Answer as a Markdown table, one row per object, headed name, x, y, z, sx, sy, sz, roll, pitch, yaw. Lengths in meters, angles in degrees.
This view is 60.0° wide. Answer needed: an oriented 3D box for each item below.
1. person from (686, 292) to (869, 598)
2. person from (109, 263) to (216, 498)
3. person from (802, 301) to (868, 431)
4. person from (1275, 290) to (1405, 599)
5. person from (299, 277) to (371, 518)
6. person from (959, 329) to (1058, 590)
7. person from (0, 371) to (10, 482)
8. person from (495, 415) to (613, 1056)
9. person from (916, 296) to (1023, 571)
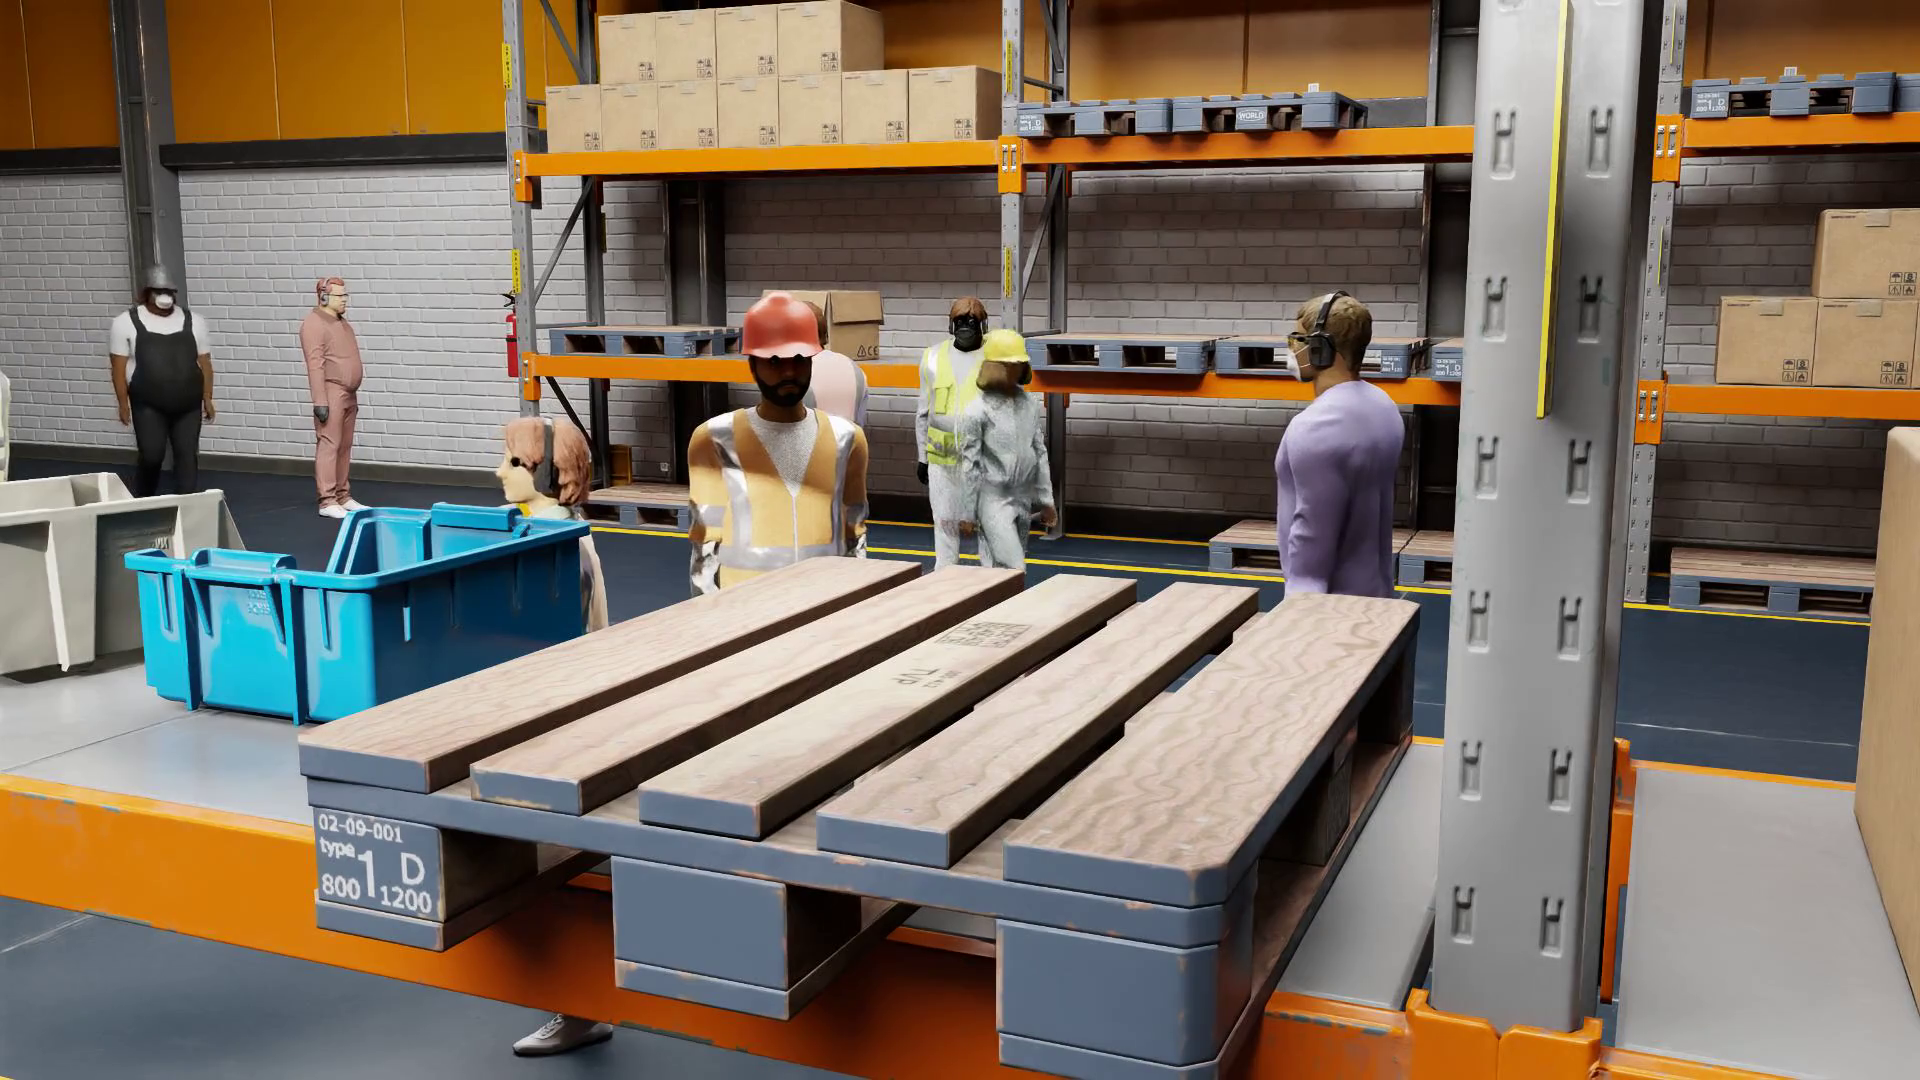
| name | x | y | z | sx | sy | sz | roll | pitch | yaw |
| --- | --- | --- | --- | --- | --- | --- | --- | --- | --- |
| person | -0.508 | 0.257 | 4.841 | 0.543 | 1.939 | 0.359 | -4 | 10 | -22 |
| person | -6.006 | -1.089 | 12.598 | 0.700 | 2.000 | 0.579 | -7 | 12 | -37 |
| person | -0.721 | -0.221 | 8.005 | 0.430 | 1.841 | 0.624 | 8 | 12 | 39 |
| person | 1.112 | 0.225 | 5.029 | 0.371 | 1.941 | 0.627 | 6 | 11 | 33 |
| person | -4.963 | -1.133 | 13.264 | 0.407 | 1.905 | 0.655 | 0 | 9 | 2 |
| person | 0.183 | -0.186 | 8.183 | 0.822 | 1.710 | 0.487 | 9 | 13 | 42 |
| person | -5.014 | -0.274 | 8.343 | 0.404 | 1.829 | 0.600 | 1 | 10 | 5 |
| person | -1.043 | 0.493 | 4.307 | 0.308 | 1.644 | 0.516 | -2 | 10 | -14 |
| person | 0.042 | -0.462 | 9.477 | 0.625 | 1.837 | 0.428 | 3 | 10 | 17 |
